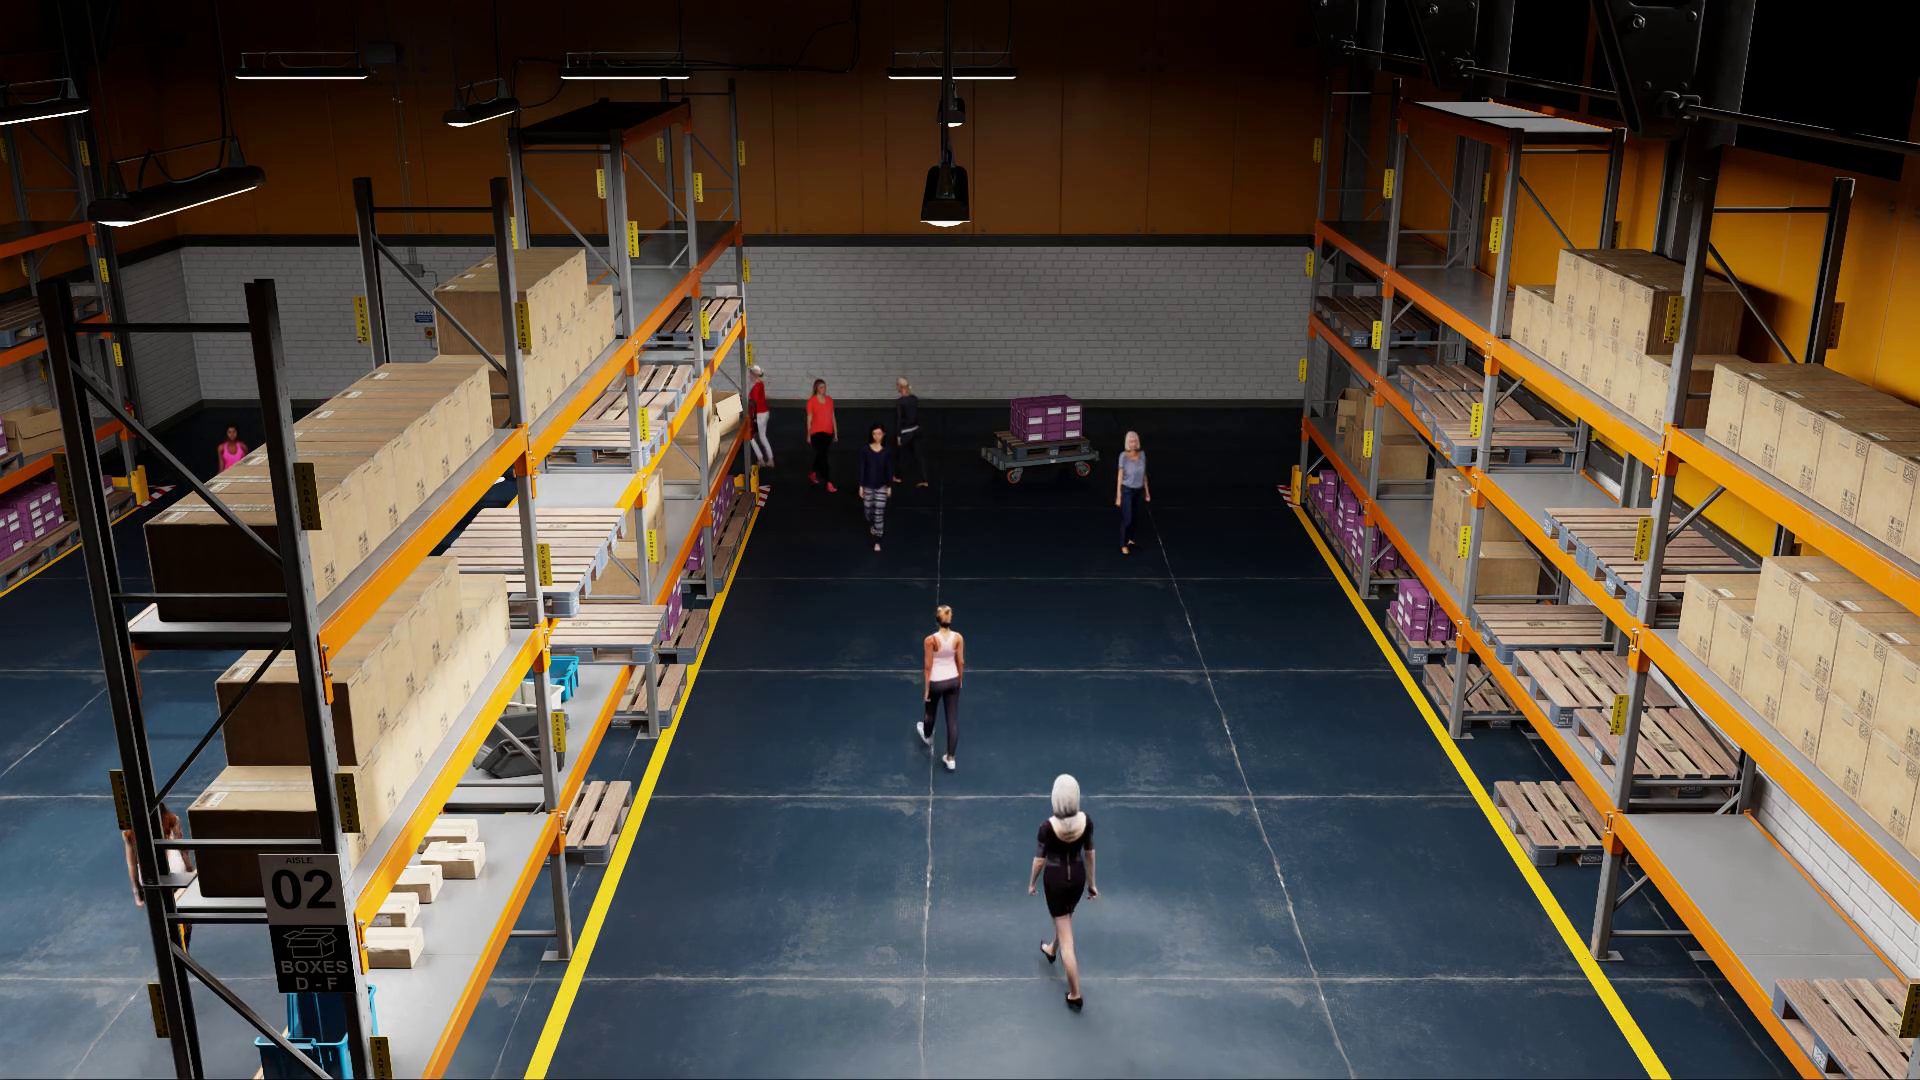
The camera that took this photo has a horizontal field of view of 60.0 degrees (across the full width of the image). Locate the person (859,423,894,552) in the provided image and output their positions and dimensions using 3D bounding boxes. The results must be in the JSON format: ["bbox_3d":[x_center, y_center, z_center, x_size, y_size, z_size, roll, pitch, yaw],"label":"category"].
[{"bbox_3d":[-1.131,-0.743,22.230,0.620,1.719,0.891,0,19,1],"label":"person"}]

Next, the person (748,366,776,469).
[{"bbox_3d":[-3.038,-1.858,25.612,0.619,1.672,0.602,3,19,8],"label":"person"}]

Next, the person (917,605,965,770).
[{"bbox_3d":[-0.133,1.429,15.949,0.778,1.611,1.082,-5,19,-16],"label":"person"}]

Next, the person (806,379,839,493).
[{"bbox_3d":[-2.111,-1.565,24.776,1.055,1.650,1.218,-13,23,-34],"label":"person"}]

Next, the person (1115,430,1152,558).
[{"bbox_3d":[2.254,-0.632,21.918,0.828,1.706,0.873,-15,24,-38],"label":"person"}]

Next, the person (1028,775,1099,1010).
[{"bbox_3d":[0.810,2.605,12.161,0.893,1.800,1.140,-8,20,-22],"label":"person"}]

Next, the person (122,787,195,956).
[{"bbox_3d":[-5.905,2.595,12.342,0.696,1.702,1.073,-4,19,-11],"label":"person"}]

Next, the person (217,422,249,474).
[{"bbox_3d":[-9.724,-0.753,22.328,0.854,1.675,1.205,-8,20,-21],"label":"person"}]

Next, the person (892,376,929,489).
[{"bbox_3d":[-0.701,-1.564,24.729,1.058,1.678,1.169,-15,24,-38],"label":"person"}]
